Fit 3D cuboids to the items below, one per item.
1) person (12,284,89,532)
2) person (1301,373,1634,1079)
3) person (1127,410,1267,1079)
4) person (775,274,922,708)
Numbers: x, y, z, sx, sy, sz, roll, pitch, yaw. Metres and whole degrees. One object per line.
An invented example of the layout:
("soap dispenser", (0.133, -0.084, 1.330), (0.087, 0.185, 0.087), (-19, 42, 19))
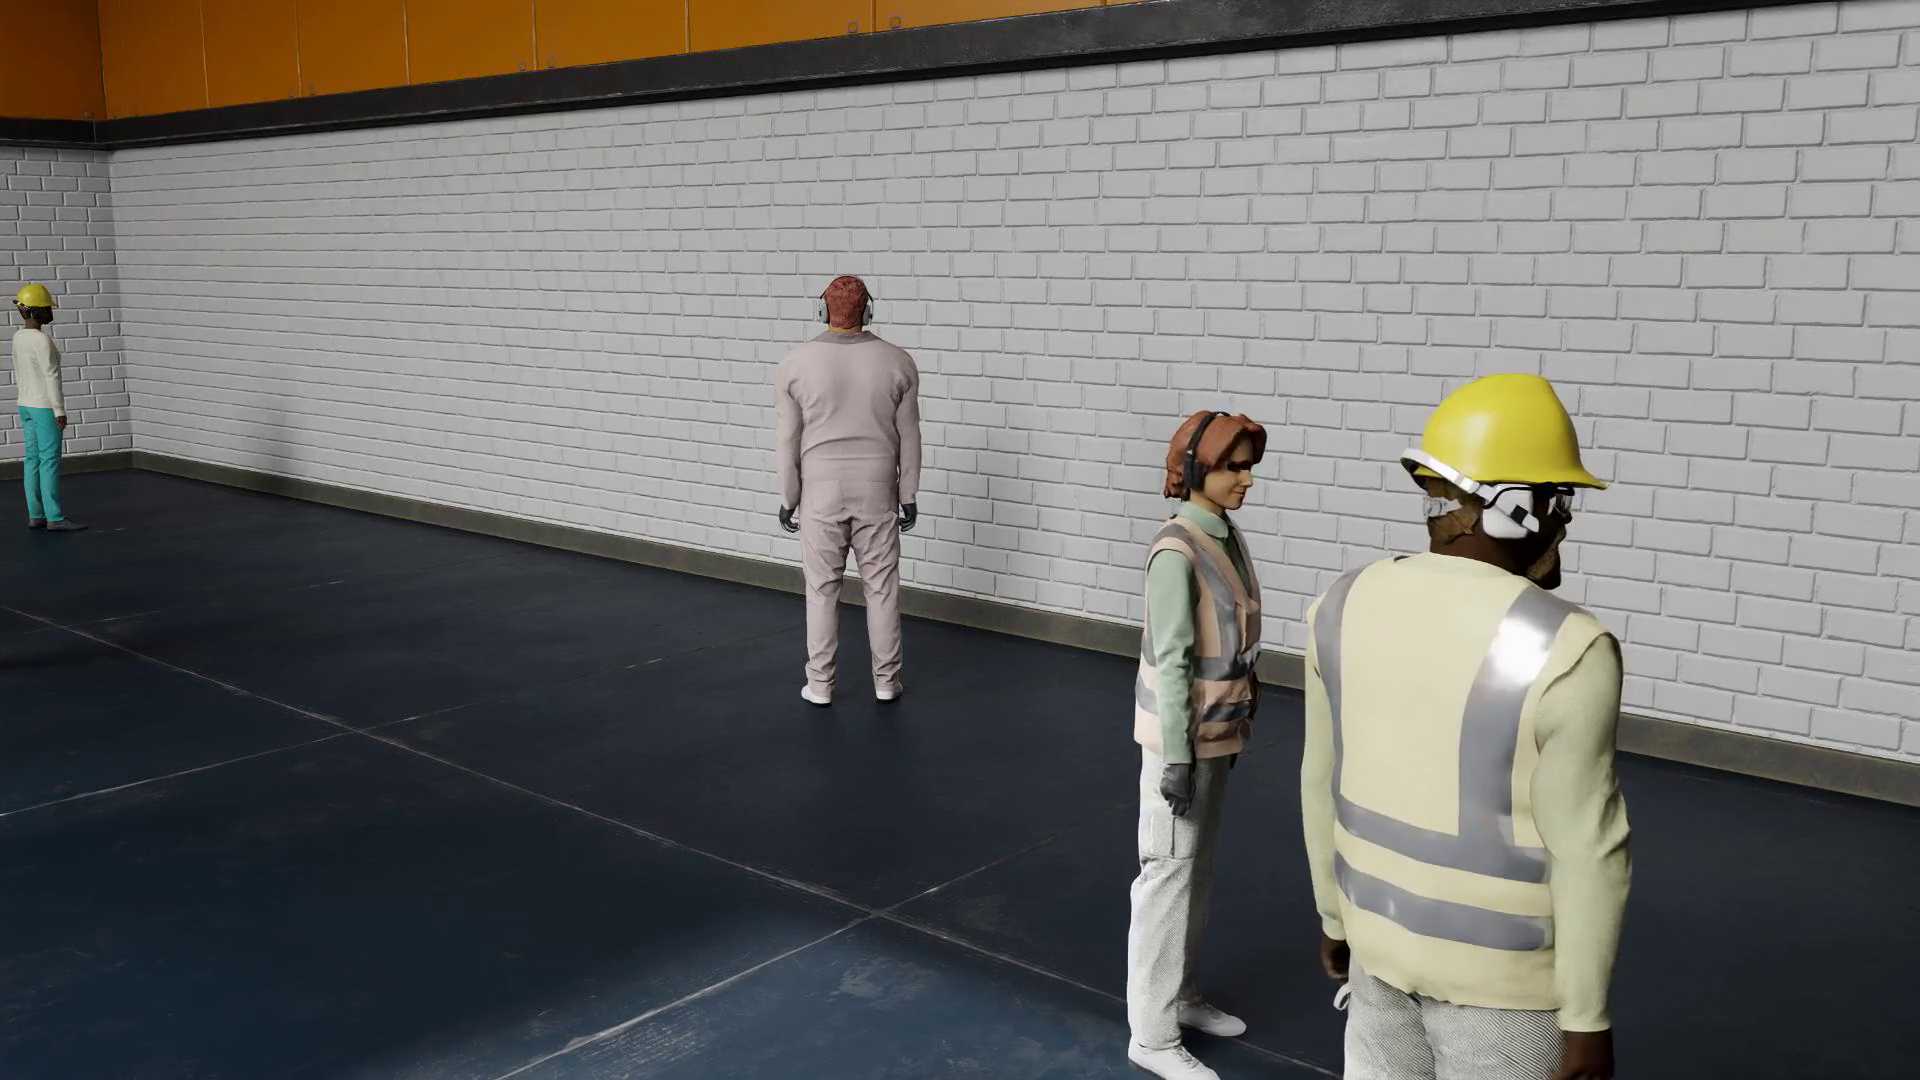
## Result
("person", (-6.557, -0.939, 11.909), (0.523, 1.769, 0.309), (7, 12, 36))
("person", (0.817, 0.648, 2.701), (0.404, 1.828, 0.591), (-6, 12, -32))
("person", (0.580, 0.499, 4.088), (0.312, 1.636, 0.520), (4, 11, 22))
("person", (-0.491, -0.207, 7.345), (0.646, 1.908, 0.408), (-2, 10, -10))
